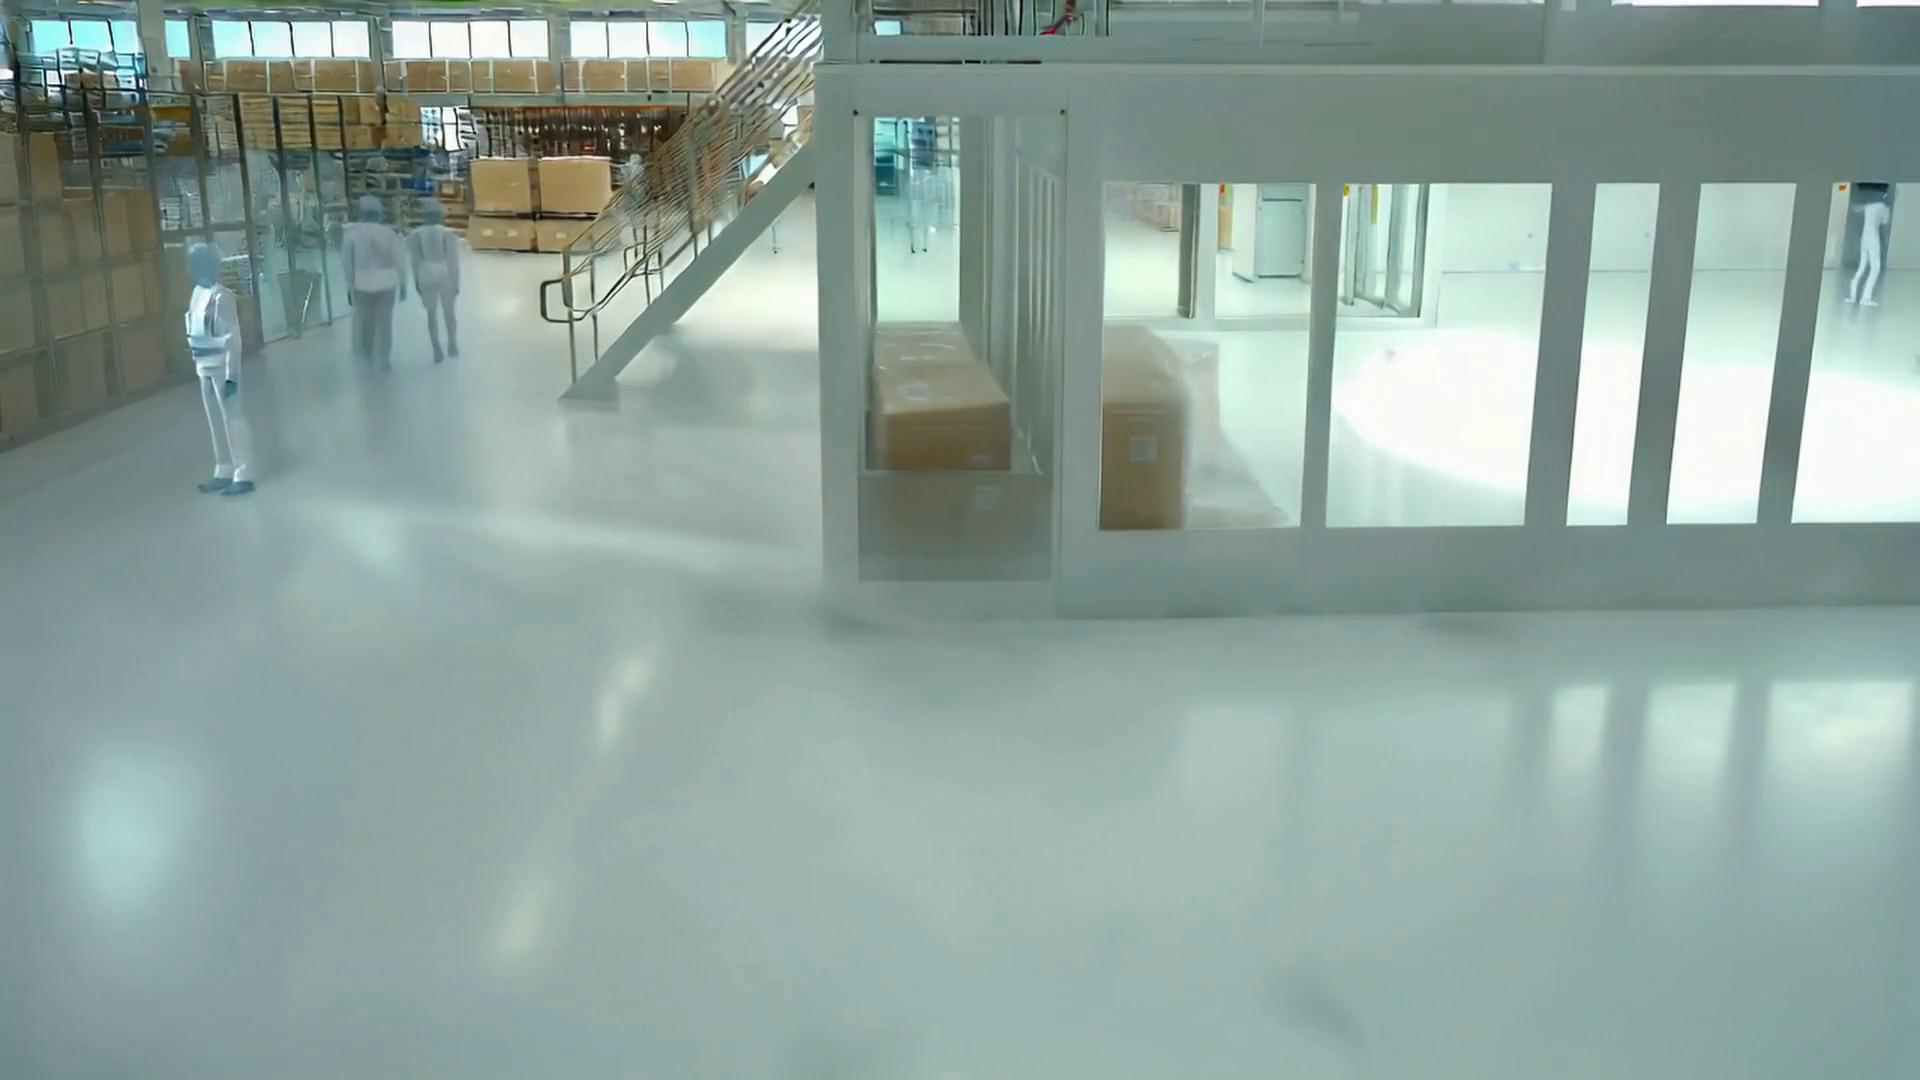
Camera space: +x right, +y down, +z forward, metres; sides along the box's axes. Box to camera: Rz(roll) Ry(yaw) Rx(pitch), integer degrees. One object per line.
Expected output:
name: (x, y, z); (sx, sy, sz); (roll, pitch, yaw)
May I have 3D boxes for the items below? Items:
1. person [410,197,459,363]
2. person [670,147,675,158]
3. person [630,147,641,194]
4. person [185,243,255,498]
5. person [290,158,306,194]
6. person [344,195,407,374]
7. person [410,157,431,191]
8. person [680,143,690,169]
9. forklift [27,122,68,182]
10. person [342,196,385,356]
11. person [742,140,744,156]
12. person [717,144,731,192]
person: (-6.167, -3.076, 19.624); (0.554, 1.884, 0.993); (-3, 14, -12)
person: (-12.700, -16.492, 73.551); (0.394, 1.754, 0.529); (0, 14, 1)
person: (-12.152, -13.731, 62.228); (0.400, 1.896, 0.648); (4, 14, 14)
person: (-5.543, -1.259, 12.384); (0.583, 1.884, 0.350); (12, 19, 41)
person: (-16.617, -8.640, 41.804); (0.579, 1.923, 0.487); (12, 18, 40)
person: (-6.531, -2.871, 18.660); (0.647, 1.960, 0.794); (-3, 14, -11)
person: (-16.168, -10.579, 49.858); (0.596, 1.786, 0.922); (-9, 17, -33)
person: (-13.866, -19.218, 84.286); (0.588, 1.824, 0.403); (-5, 15, -20)
forklift: (-35.376, -14.773, 64.377); (1.129, 2.768, 1.873); (-1, 14, -2)
person: (-7.109, -3.166, 19.979); (0.598, 1.901, 0.401); (3, 14, 13)
person: (-11.405, -20.299, 88.296); (0.411, 1.987, 0.607); (-4, 15, -16)
person: (-8.271, -12.898, 58.587); (0.374, 2.043, 0.608); (13, 19, 42)
